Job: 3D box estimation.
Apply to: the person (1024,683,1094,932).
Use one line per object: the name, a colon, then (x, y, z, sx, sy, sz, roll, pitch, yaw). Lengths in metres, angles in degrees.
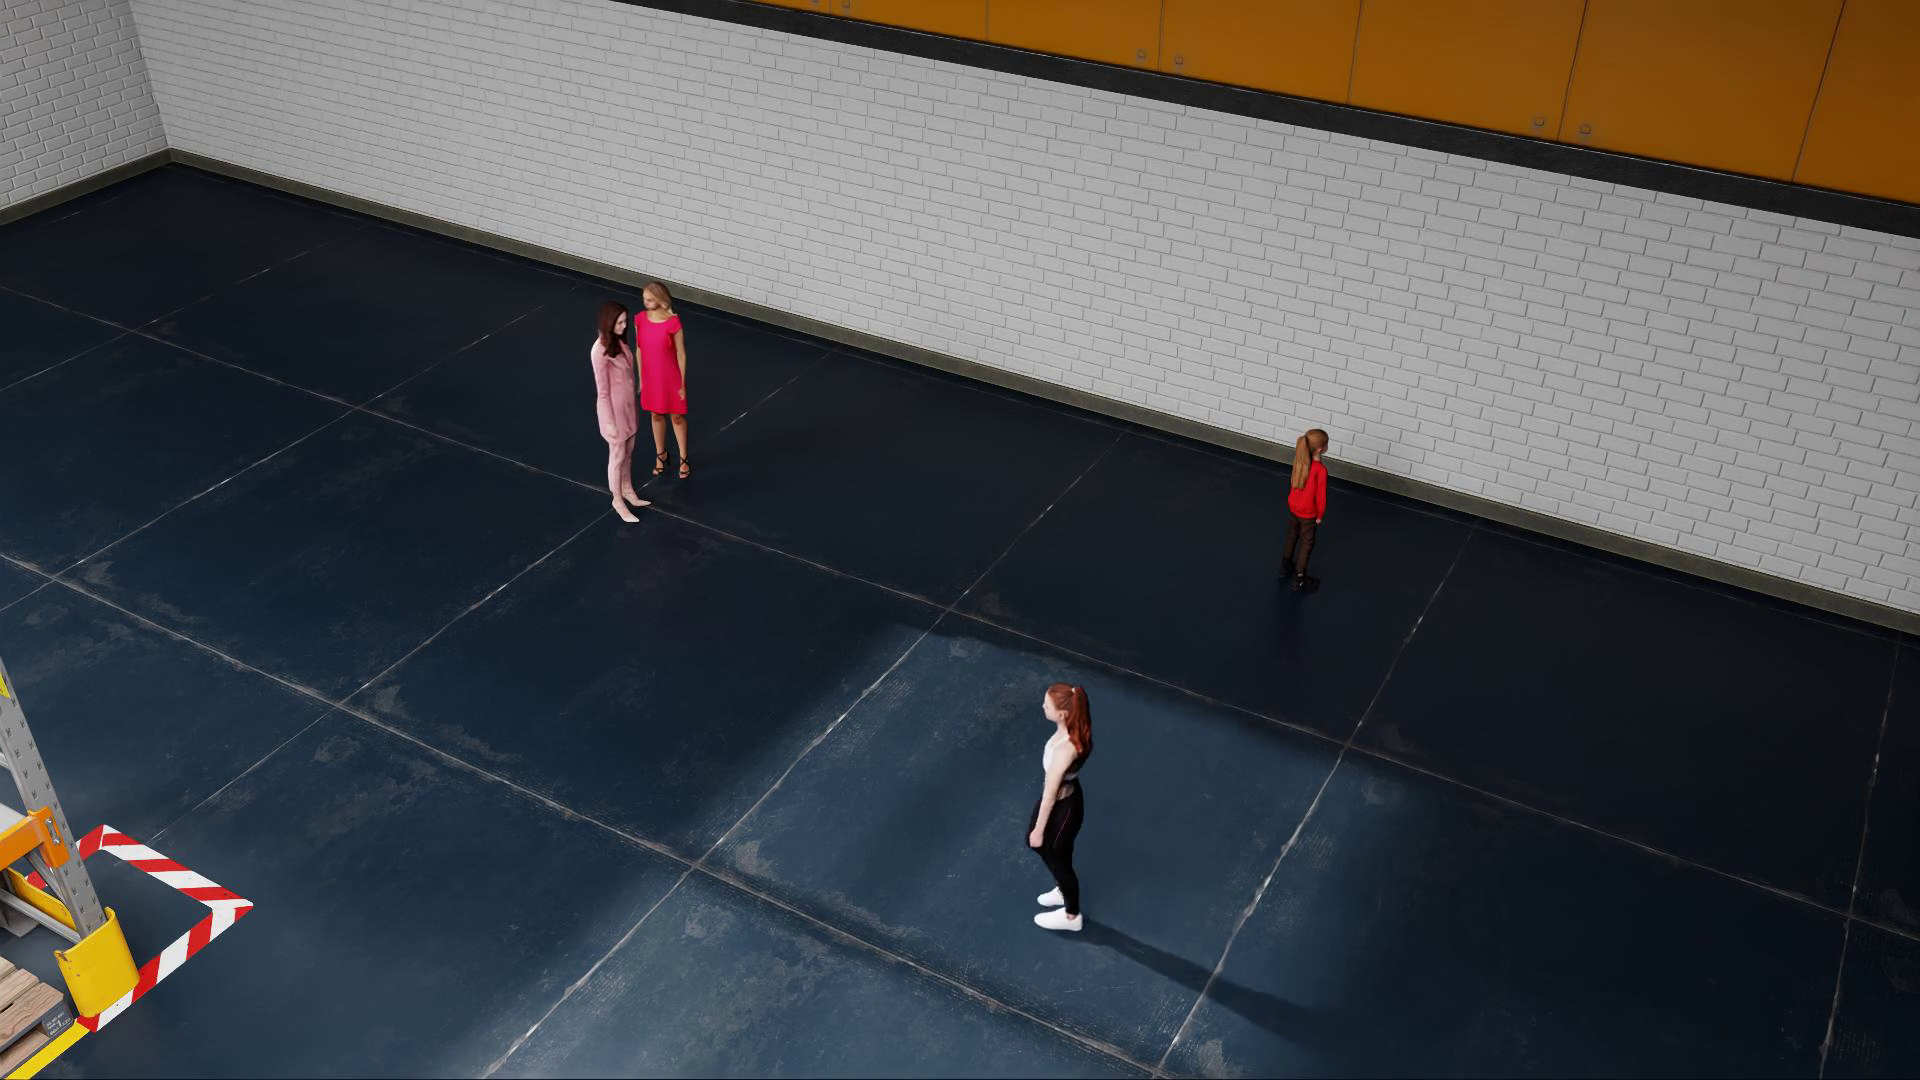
person: (0.639, 1.484, 9.013, 0.735, 1.733, 0.635, 4, 34, 6)

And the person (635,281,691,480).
person: (-2.344, -1.286, 13.188, 0.624, 1.727, 0.611, 9, 35, 14)

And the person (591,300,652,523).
person: (-2.612, -0.987, 12.670, 0.726, 1.802, 0.558, 8, 34, 12)

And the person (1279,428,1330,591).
person: (2.496, -0.240, 12.015, 0.612, 1.282, 0.567, -15, 37, -22)
